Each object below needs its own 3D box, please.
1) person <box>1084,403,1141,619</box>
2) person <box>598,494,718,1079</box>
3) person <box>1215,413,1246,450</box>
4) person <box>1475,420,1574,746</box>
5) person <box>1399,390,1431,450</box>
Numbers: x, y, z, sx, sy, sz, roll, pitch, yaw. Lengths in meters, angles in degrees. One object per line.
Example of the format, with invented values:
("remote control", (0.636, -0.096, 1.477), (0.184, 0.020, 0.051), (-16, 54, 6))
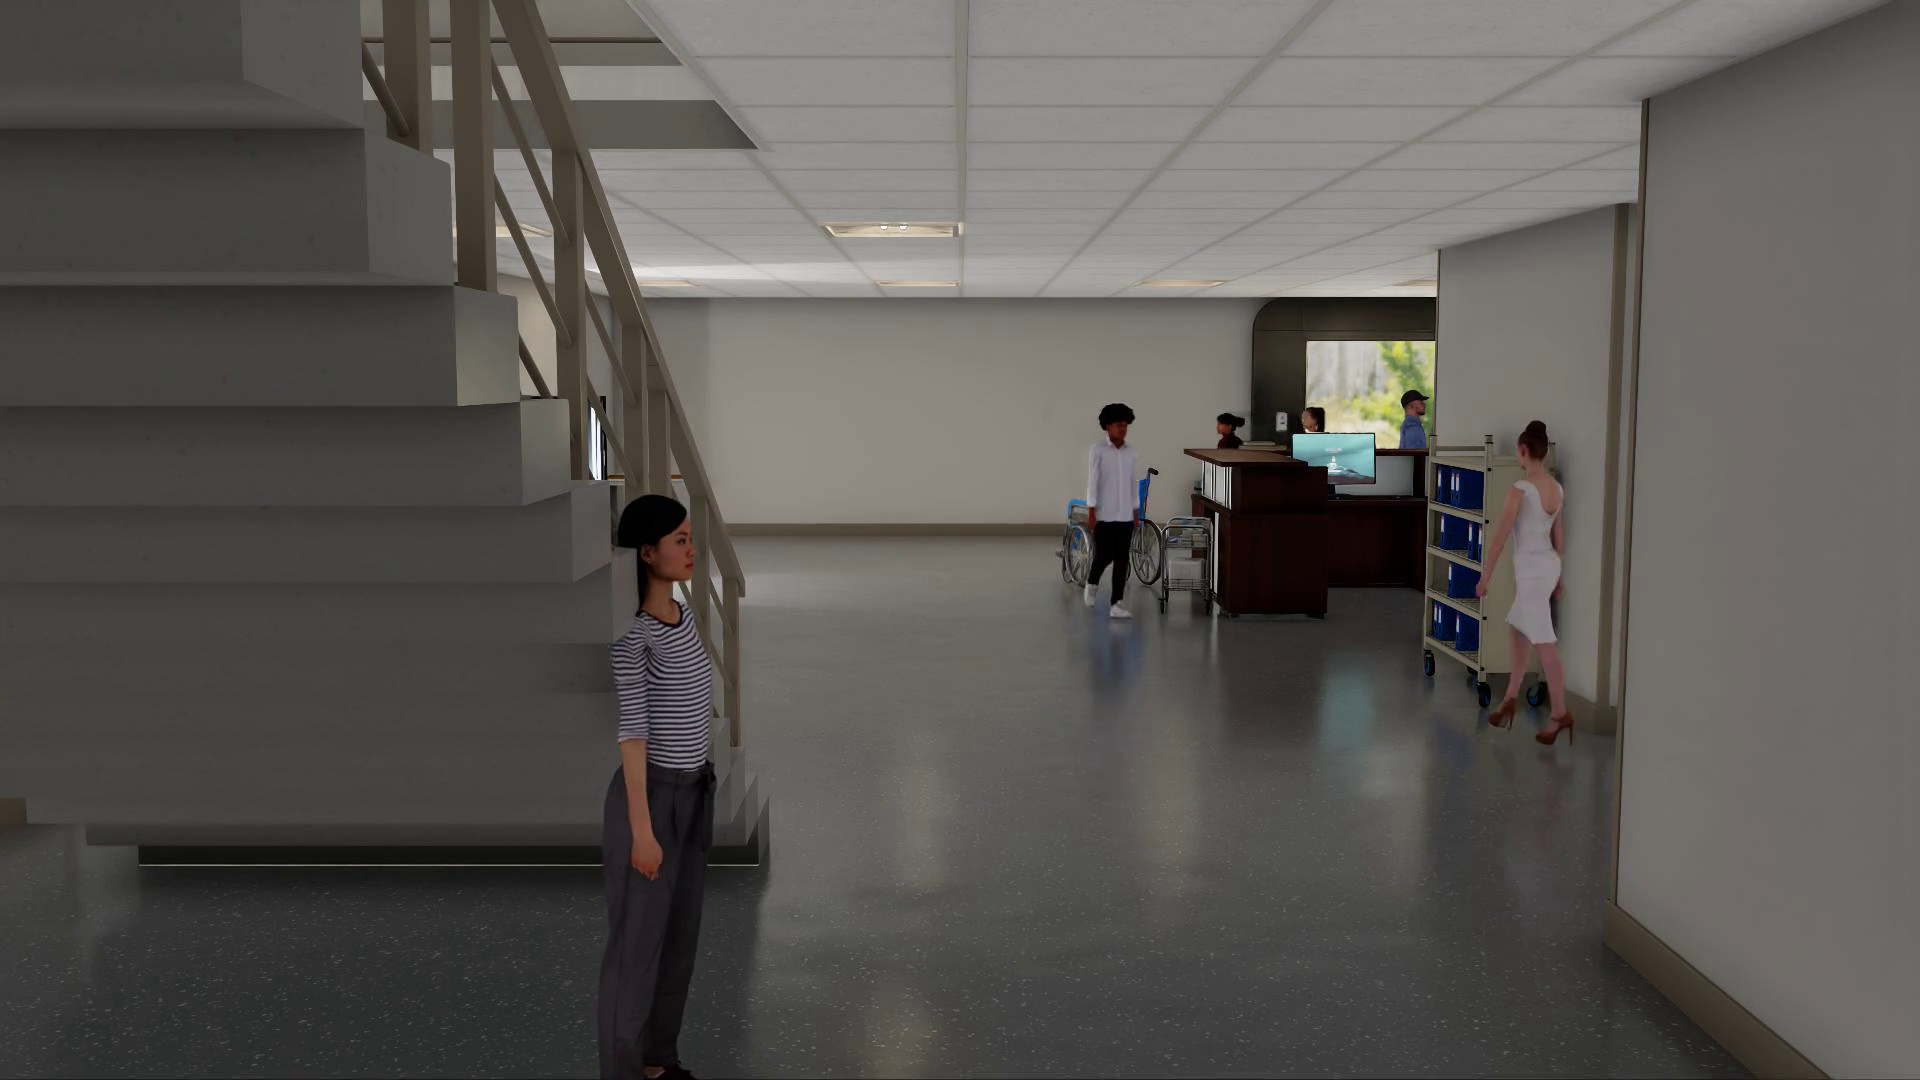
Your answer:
("person", (1.241, -0.239, 13.932), (0.815, 1.793, 0.947), (-2, 6, -21))
("person", (-0.839, 0.738, 4.524), (0.706, 1.732, 0.535), (1, 6, 14))
("person", (2.867, -0.501, 17.411), (0.819, 1.616, 0.906), (-2, 6, -17))
("person", (3.239, 0.255, 9.110), (0.909, 1.774, 0.832), (6, 8, 44))
("person", (4.554, -0.571, 16.750), (0.736, 1.888, 0.544), (1, 6, 7))
